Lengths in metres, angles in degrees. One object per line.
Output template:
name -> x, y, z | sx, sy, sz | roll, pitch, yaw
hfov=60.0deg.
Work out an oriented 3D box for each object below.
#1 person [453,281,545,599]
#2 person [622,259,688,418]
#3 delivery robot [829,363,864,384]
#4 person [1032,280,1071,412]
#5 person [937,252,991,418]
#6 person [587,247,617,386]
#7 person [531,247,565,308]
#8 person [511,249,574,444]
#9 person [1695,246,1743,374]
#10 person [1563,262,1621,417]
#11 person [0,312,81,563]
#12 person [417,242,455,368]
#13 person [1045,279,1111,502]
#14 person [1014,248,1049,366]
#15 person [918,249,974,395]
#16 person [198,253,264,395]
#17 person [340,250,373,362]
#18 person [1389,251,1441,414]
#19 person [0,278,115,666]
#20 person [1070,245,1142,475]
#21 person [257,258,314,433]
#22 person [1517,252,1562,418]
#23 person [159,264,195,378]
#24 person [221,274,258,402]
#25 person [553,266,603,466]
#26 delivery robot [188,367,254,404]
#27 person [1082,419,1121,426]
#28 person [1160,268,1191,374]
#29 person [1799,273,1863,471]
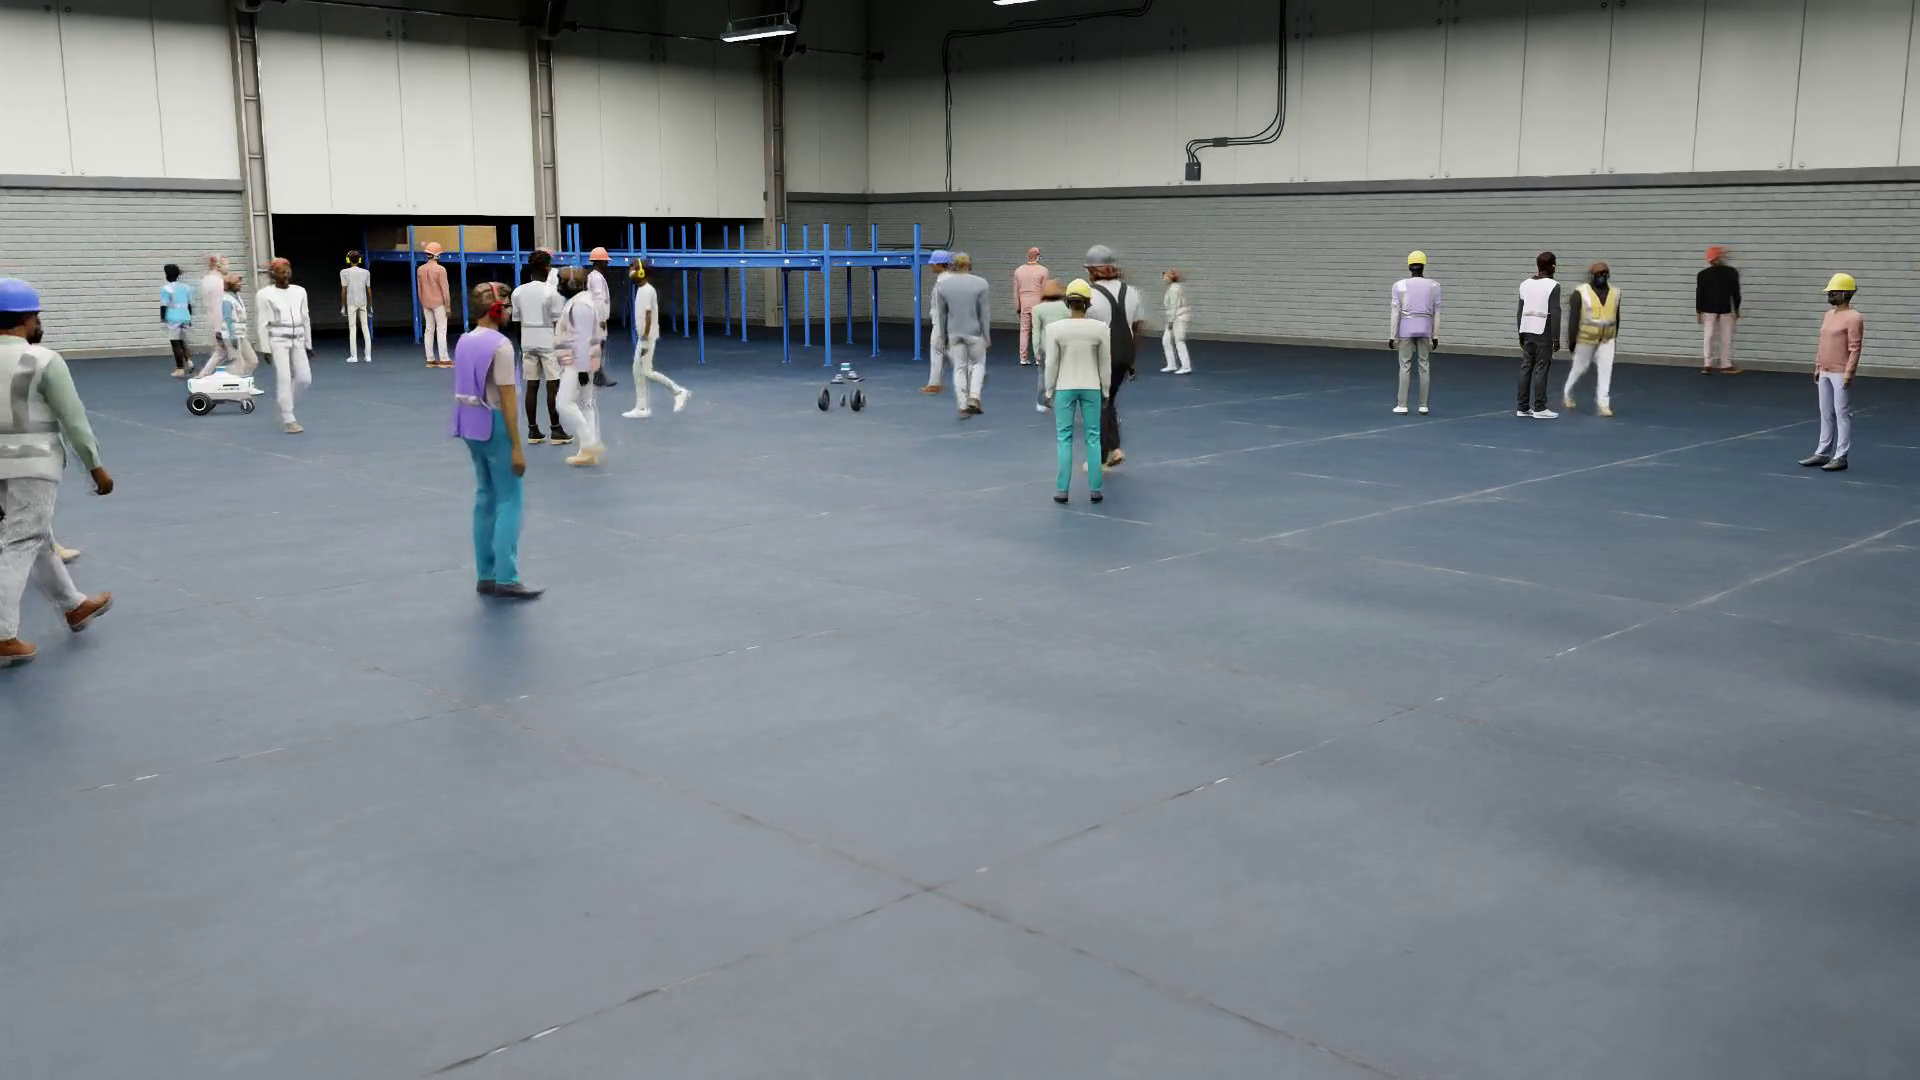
person -> -2.744, -0.584, 9.745 | 0.390, 1.844, 0.586 | -10, 14, -42
person -> -3.587, -2.351, 19.384 | 0.672, 1.846, 0.528 | -5, 11, -23
delivery robot -> -1.409, -2.054, 20.434 | 0.335, 0.223, 0.698 | 3, 11, 14
person -> 1.093, -2.273, 19.663 | 0.500, 1.593, 0.860 | -1, 10, -4
person -> 0.052, -2.381, 19.340 | 0.650, 1.916, 0.447 | 3, 11, 14
person -> -5.079, -3.155, 23.509 | 0.361, 1.940, 0.543 | -4, 11, -22
person -> -6.401, -3.577, 25.834 | 0.597, 1.927, 0.467 | 5, 11, 25
person -> -4.257, -1.967, 16.956 | 0.601, 1.967, 0.367 | 4, 11, 20
person -> 11.619, -3.500, 25.389 | 0.768, 1.943, 0.479 | 2, 10, 8
person -> 7.535, -2.414, 19.846 | 0.626, 1.812, 0.870 | -1, 10, -4
person -> -6.055, -0.680, 10.687 | 0.509, 1.684, 0.541 | -7, 12, -32
person -> -8.421, -3.772, 26.721 | 0.609, 1.995, 0.376 | 5, 12, 26
person -> 0.937, -1.187, 13.254 | 0.533, 1.765, 0.321 | 0, 10, -2
person -> 1.206, -3.799, 27.111 | 0.655, 1.906, 0.407 | 6, 12, 30
person -> -0.144, -2.898, 22.142 | 0.769, 1.927, 0.618 | 2, 11, 12
person -> -9.742, -2.846, 21.979 | 0.800, 1.881, 0.652 | -6, 12, -30
person -> -10.131, -3.922, 27.917 | 0.519, 1.864, 0.314 | -8, 13, -36
person -> 5.390, -2.460, 19.762 | 0.594, 1.920, 0.377 | 0, 10, -2
person -> -4.681, -0.371, 8.450 | 0.625, 1.886, 1.011 | 3, 11, 17
person -> 1.235, -1.586, 14.790 | 0.712, 2.000, 0.535 | -7, 13, -34
person -> -7.291, -2.102, 17.952 | 0.475, 1.869, 0.596 | 8, 13, 36
person -> 6.738, -2.388, 19.383 | 0.371, 1.916, 0.597 | -5, 12, -27
person -> -11.680, -3.264, 24.767 | 0.366, 1.685, 0.551 | 4, 11, 21
person -> -9.191, -2.570, 21.185 | 0.404, 1.618, 0.539 | -1, 10, -7
person -> -3.512, -1.585, 15.241 | 0.450, 1.829, 0.659 | -3, 11, -14
delivery robot -> -8.864, -1.838, 19.967 | 0.707, 0.478, 0.477 | -3, 11, -17
person -> 1.563, -2.194, 18.524 | 0.342, 1.845, 0.506 | -8, 13, -38
person -> 3.287, -3.323, 25.318 | 0.560, 1.605, 0.531 | -1, 10, -4
person -> 7.930, -1.523, 15.081 | 0.316, 1.769, 0.524 | -1, 10, -5
